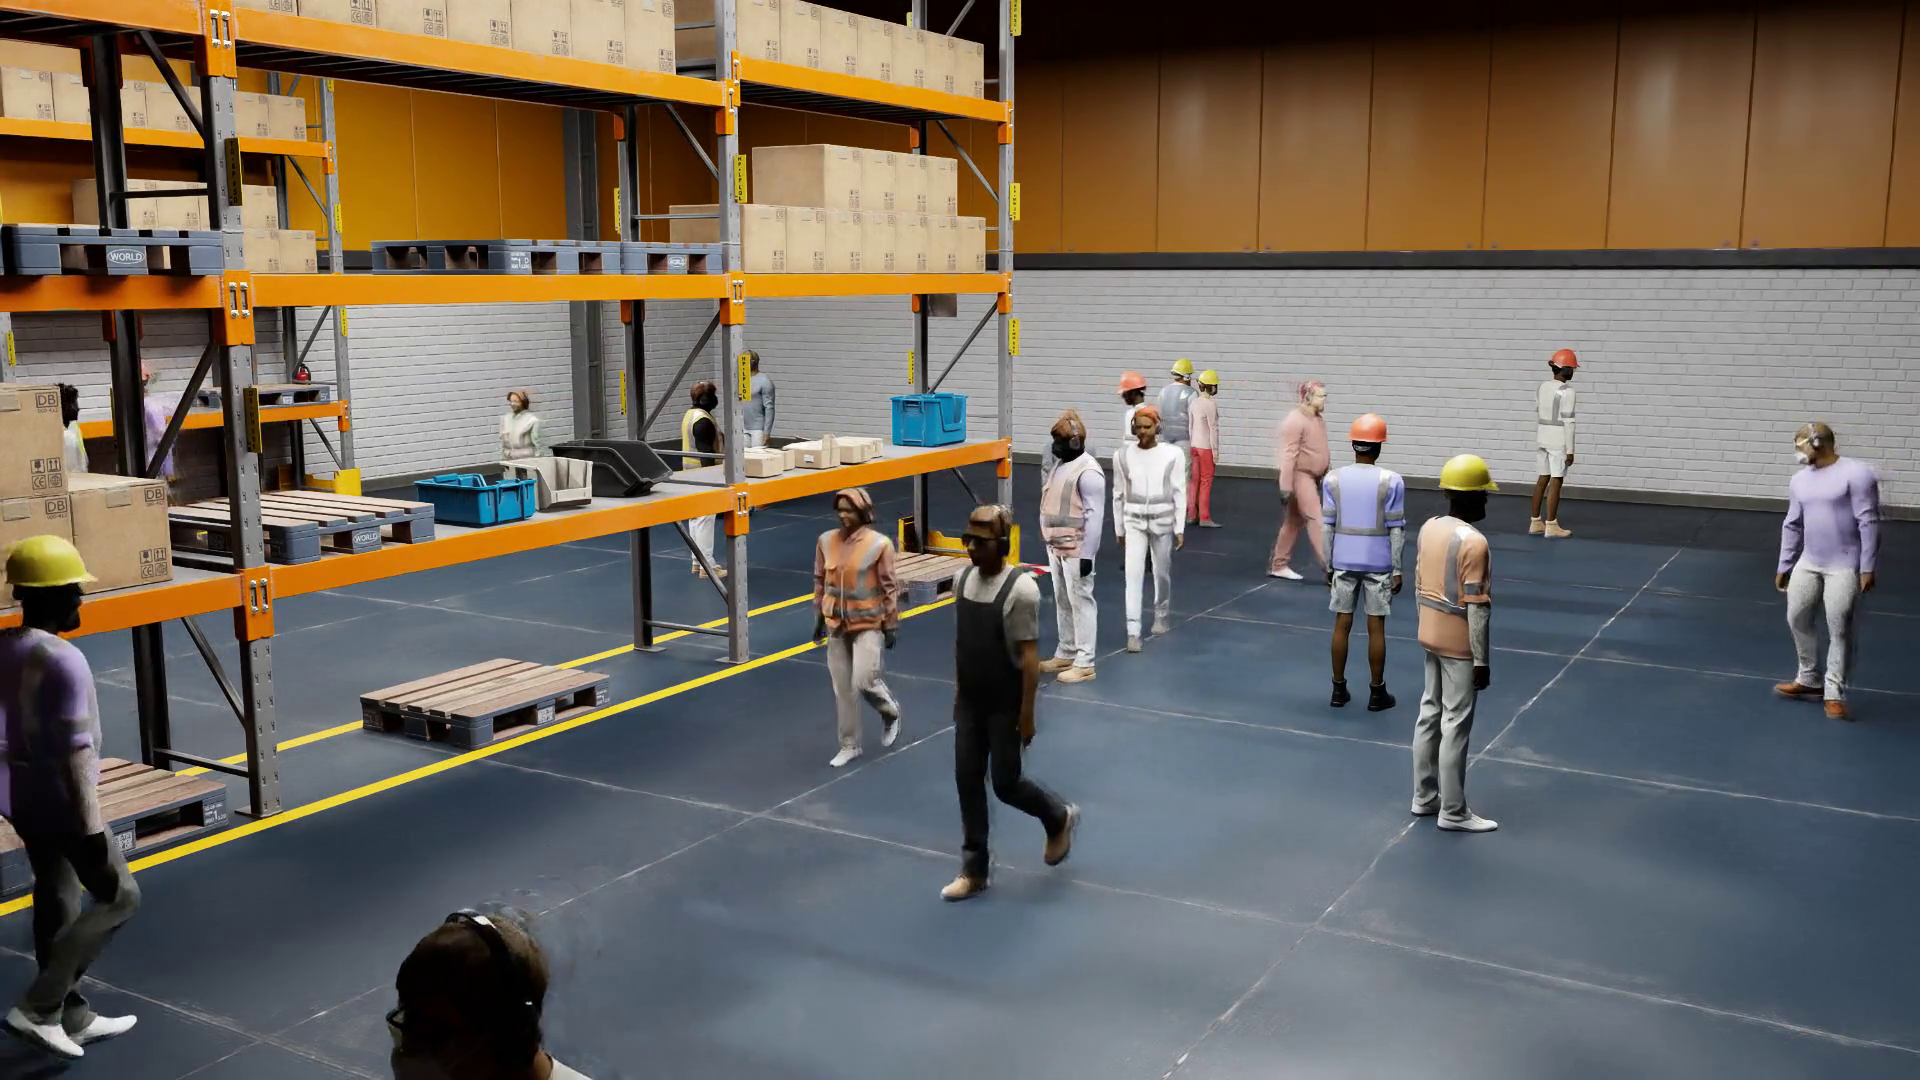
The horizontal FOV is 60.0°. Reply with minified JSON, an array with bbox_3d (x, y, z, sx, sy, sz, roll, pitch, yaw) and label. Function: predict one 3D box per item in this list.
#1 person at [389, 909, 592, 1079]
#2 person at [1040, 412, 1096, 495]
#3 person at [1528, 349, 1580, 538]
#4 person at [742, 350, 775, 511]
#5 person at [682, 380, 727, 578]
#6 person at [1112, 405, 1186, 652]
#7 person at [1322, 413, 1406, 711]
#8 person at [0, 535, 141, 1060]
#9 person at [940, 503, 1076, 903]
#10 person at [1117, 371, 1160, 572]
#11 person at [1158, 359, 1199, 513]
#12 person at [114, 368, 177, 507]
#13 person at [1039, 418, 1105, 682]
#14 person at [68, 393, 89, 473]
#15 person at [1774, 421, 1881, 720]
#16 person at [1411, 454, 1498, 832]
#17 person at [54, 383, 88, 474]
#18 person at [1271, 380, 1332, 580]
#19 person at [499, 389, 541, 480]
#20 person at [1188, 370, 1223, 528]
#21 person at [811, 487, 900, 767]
[{"bbox_3d":[-0.723,1.496,2.603,0.635,1.870,1.057,7,12,38],"label":"person"},{"bbox_3d":[1.001,-0.389,15.266,0.491,1.590,0.860,3,10,17],"label":"person"},{"bbox_3d":[6.428,-1.033,17.912,0.396,2.039,0.607,-3,9,-15],"label":"person"},{"bbox_3d":[-2.481,-1.318,19.979,0.627,1.935,0.371,8,12,41],"label":"person"},{"bbox_3d":[-2.376,-0.567,15.584,0.429,1.844,0.623,-3,10,-20],"label":"person"},{"bbox_3d":[1.451,-0.120,12.782,0.573,1.851,0.949,2,9,10],"label":"person"},{"bbox_3d":[2.624,0.147,10.825,0.543,1.938,0.356,5,10,28],"label":"person"},{"bbox_3d":[-3.229,0.934,5.965,0.605,1.916,0.420,7,11,36],"label":"person"},{"bbox_3d":[0.205,0.719,7.618,0.669,1.825,0.510,-8,12,-42],"label":"person"},{"bbox_3d":[1.702,-0.656,15.917,0.434,1.920,0.557,6,11,32],"label":"person"},{"bbox_3d":[2.624,-1.238,19.790,0.404,1.834,0.591,-8,12,-40],"label":"person"},{"bbox_3d":[-7.948,-0.739,16.257,0.613,1.985,1.066,8,12,41],"label":"person"},{"bbox_3d":[0.768,0.066,11.636,0.429,1.839,0.633,-3,10,-20],"label":"person"},{"bbox_3d":[-8.145,-0.503,15.231,0.546,1.822,0.659,-2,9,-9],"label":"person"},{"bbox_3d":[5.617,0.189,10.743,0.366,1.892,0.709,-4,10,-23],"label":"person"},{"bbox_3d":[2.536,0.522,8.509,0.364,1.930,0.588,-2,9,-14],"label":"person"},{"bbox_3d":[-7.336,-0.312,13.622,0.625,1.954,0.451,9,13,44],"label":"person"},{"bbox_3d":[3.275,-0.518,15.184,0.951,1.860,0.679,5,11,30],"label":"person"},{"bbox_3d":[-4.647,-0.808,17.735,0.527,1.624,0.503,4,10,24],"label":"person"},{"bbox_3d":[2.760,-1.019,18.640,0.316,1.767,0.535,-3,10,-21],"label":"person"},{"bbox_3d":[-0.593,0.491,9.650,0.518,1.627,0.435,5,10,29],"label":"person"}]
